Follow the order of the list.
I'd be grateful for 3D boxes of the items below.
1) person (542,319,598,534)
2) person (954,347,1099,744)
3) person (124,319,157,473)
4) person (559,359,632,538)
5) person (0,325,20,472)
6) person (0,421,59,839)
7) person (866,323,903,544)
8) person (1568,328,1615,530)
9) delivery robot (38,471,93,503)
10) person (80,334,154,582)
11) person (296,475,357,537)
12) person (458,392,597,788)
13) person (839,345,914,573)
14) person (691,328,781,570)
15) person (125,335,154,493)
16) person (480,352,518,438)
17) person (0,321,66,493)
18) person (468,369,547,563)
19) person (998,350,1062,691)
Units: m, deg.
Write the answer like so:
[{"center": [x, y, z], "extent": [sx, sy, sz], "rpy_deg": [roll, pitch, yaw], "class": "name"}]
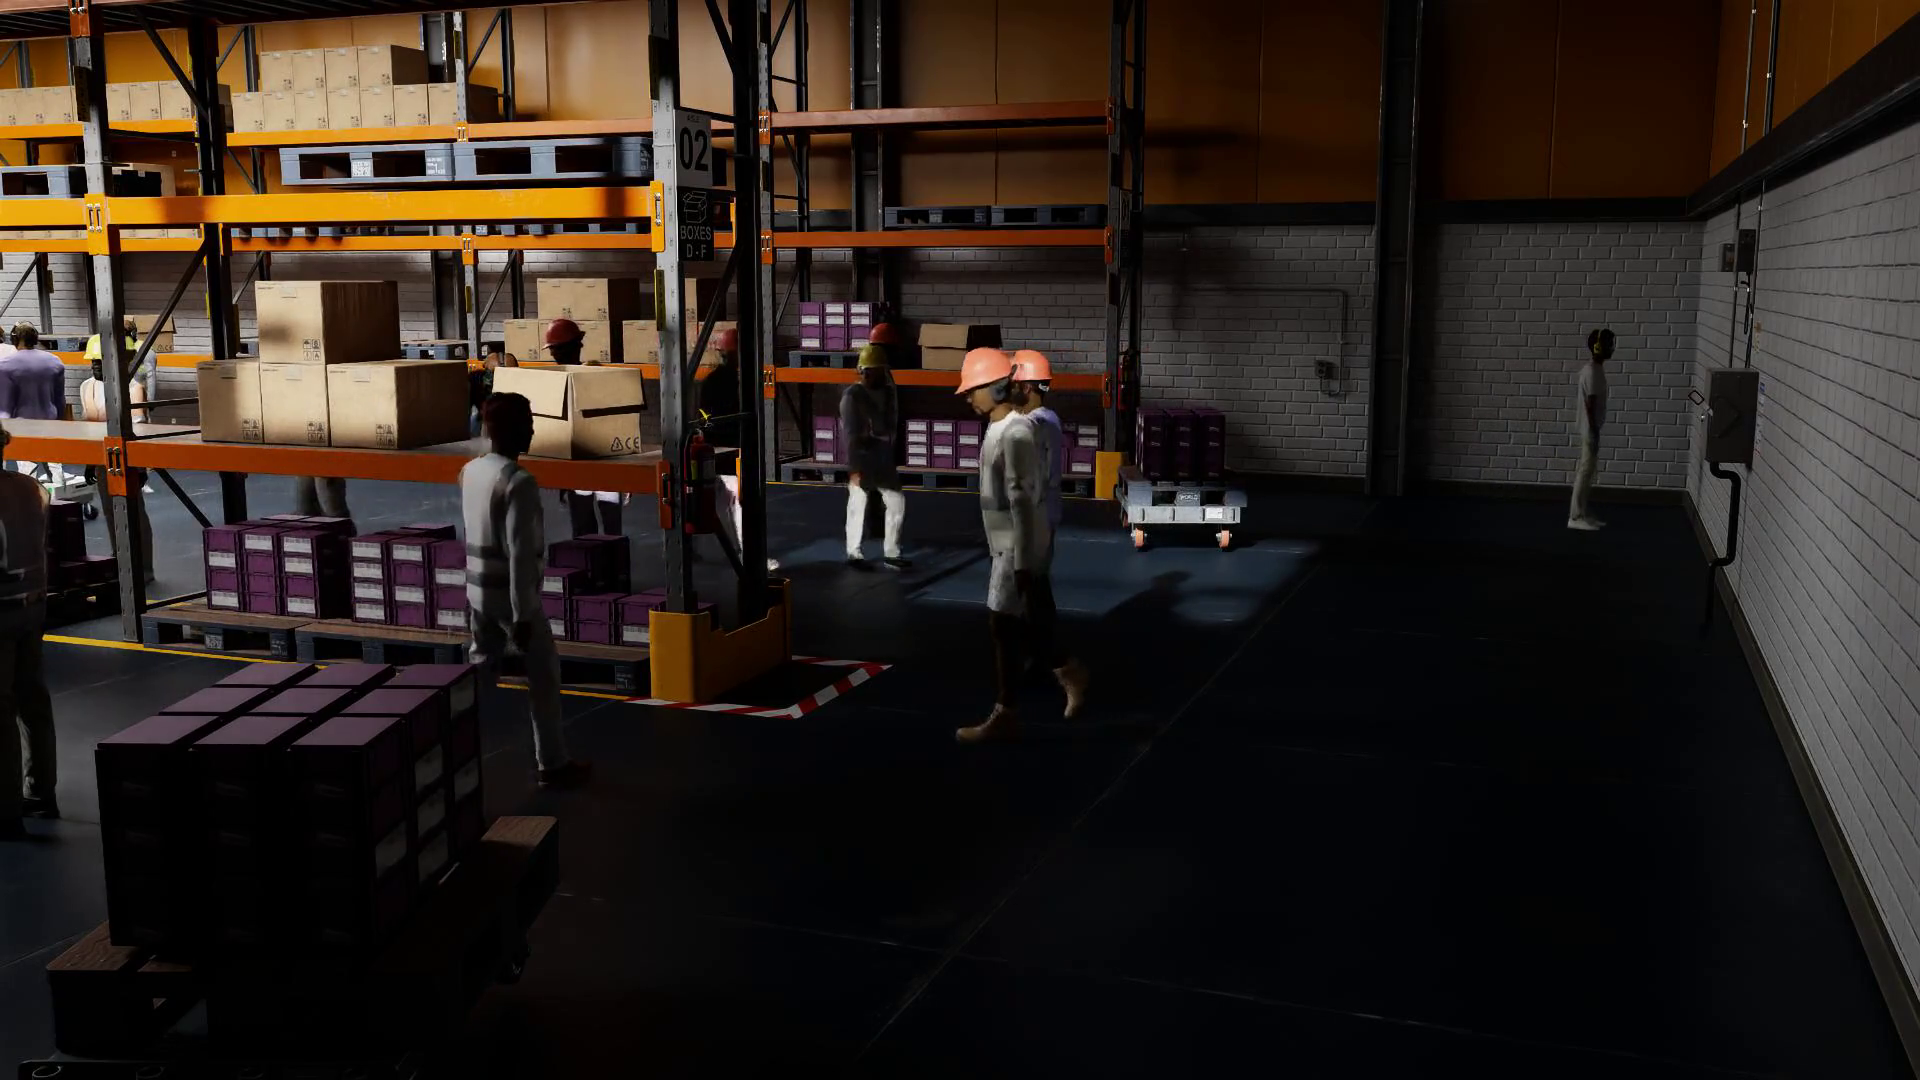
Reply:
[{"center": [-2.911, -0.639, 12.490], "extent": [0.391, 2.034, 0.605], "rpy_deg": [-1, 9, -6], "class": "person"}, {"center": [0.351, 0.028, 8.421], "extent": [0.752, 2.007, 0.674], "rpy_deg": [-2, 9, -13], "class": "person"}, {"center": [-9.861, -1.701, 19.807], "extent": [0.625, 1.837, 0.428], "rpy_deg": [3, 9, 16], "class": "person"}, {"center": [-2.590, -0.396, 11.805], "extent": [0.533, 1.767, 0.325], "rpy_deg": [-1, 9, -8], "class": "person"}, {"center": [-10.555, -1.466, 18.311], "extent": [0.429, 1.837, 0.621], "rpy_deg": [7, 11, 36], "class": "person"}, {"center": [-4.062, 0.340, 6.987], "extent": [0.404, 1.830, 0.588], "rpy_deg": [1, 9, 4], "class": "person"}, {"center": [-0.679, -0.939, 14.671], "extent": [0.366, 1.939, 0.544], "rpy_deg": [1, 9, 5], "class": "person"}, {"center": [5.879, -1.027, 15.449], "extent": [0.303, 1.868, 0.532], "rpy_deg": [4, 10, 22], "class": "person"}, {"center": [-8.552, -0.467, 15.747], "extent": [0.477, 0.478, 0.707], "rpy_deg": [1, 9, 3], "class": "delivery robot"}, {"center": [-6.434, -0.608, 12.664], "extent": [0.588, 1.919, 0.399], "rpy_deg": [3, 10, 18], "class": "person"}, {"center": [-4.852, -0.597, 12.616], "extent": [0.449, 1.915, 0.659], "rpy_deg": [-8, 12, -41], "class": "person"}, {"center": [-2.109, 0.266, 7.429], "extent": [0.586, 1.851, 0.897], "rpy_deg": [9, 13, 44], "class": "person"}, {"center": [-0.643, -0.619, 13.067], "extent": [0.689, 1.805, 0.622], "rpy_deg": [7, 12, 39], "class": "person"}, {"center": [-1.951, -0.741, 13.423], "extent": [1.003, 1.952, 0.601], "rpy_deg": [2, 9, 15], "class": "person"}, {"center": [-9.076, -1.367, 18.055], "extent": [0.665, 1.725, 0.492], "rpy_deg": [7, 11, 37], "class": "person"}, {"center": [-3.135, -0.388, 11.561], "extent": [0.430, 1.836, 0.618], "rpy_deg": [-1, 9, -8], "class": "person"}, {"center": [-8.592, -1.056, 15.410], "extent": [0.372, 1.940, 0.631], "rpy_deg": [5, 10, 29], "class": "person"}, {"center": [-3.420, -0.421, 12.251], "extent": [0.660, 1.678, 0.543], "rpy_deg": [0, 9, -2], "class": "person"}, {"center": [0.394, -0.109, 9.461], "extent": [0.356, 1.937, 0.552], "rpy_deg": [2, 9, 14], "class": "person"}]
